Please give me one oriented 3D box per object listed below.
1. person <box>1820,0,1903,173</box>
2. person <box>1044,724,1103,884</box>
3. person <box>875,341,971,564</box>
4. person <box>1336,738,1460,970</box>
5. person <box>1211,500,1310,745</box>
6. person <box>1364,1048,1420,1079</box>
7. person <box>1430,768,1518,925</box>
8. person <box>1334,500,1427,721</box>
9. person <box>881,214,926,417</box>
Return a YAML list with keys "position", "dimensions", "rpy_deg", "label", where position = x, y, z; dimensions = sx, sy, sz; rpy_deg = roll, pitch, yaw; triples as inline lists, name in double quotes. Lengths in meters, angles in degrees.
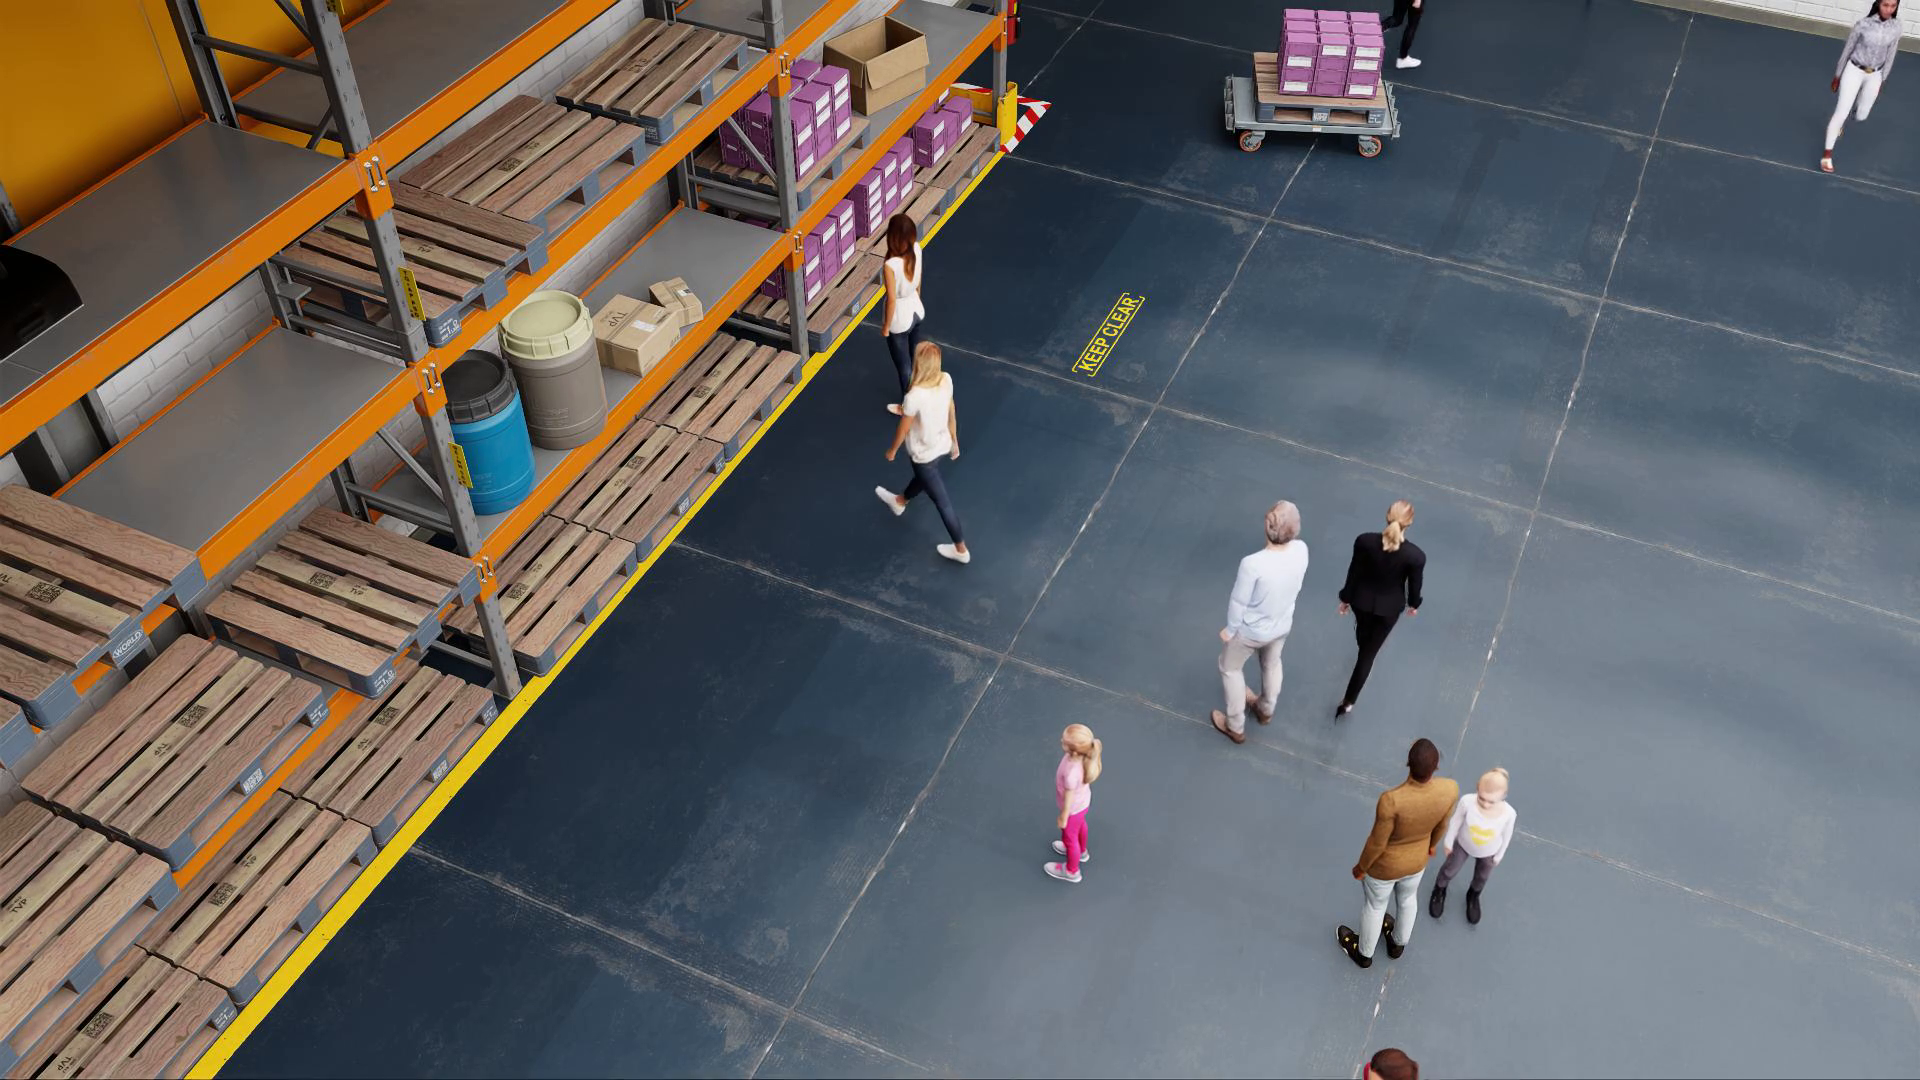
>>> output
- position: [8.388, -4.333, 15.512]
  dimensions: [0.730, 1.714, 0.962]
  rpy_deg: [8, 44, 9]
  label: "person"
- position: [0.672, 1.517, 9.692]
  dimensions: [0.566, 1.272, 0.474]
  rpy_deg: [11, 45, 11]
  label: "person"
- position: [-0.127, -0.543, 11.504]
  dimensions: [0.803, 1.755, 1.130]
  rpy_deg: [26, 50, 25]
  label: "person"
- position: [2.396, 1.723, 9.082]
  dimensions: [0.706, 1.815, 0.749]
  rpy_deg: [-12, 45, -12]
  label: "person"
- position: [1.883, 0.528, 10.287]
  dimensions: [0.777, 1.882, 0.854]
  rpy_deg: [-22, 48, -21]
  label: "person"
- position: [2.088, 2.870, 8.078]
  dimensions: [0.755, 1.539, 0.693]
  rpy_deg: [-27, 50, -25]
  label: "person"
- position: [2.951, 1.717, 9.483]
  dimensions: [0.485, 1.270, 0.476]
  rpy_deg: [13, 45, 14]
  label: "person"
- position: [2.595, 0.490, 10.490]
  dimensions: [0.663, 1.657, 1.051]
  rpy_deg: [19, 47, 19]
  label: "person"
- position: [-0.412, -1.702, 12.699]
  dimensions: [0.687, 1.785, 0.526]
  rpy_deg: [27, 50, 25]
  label: "person"
